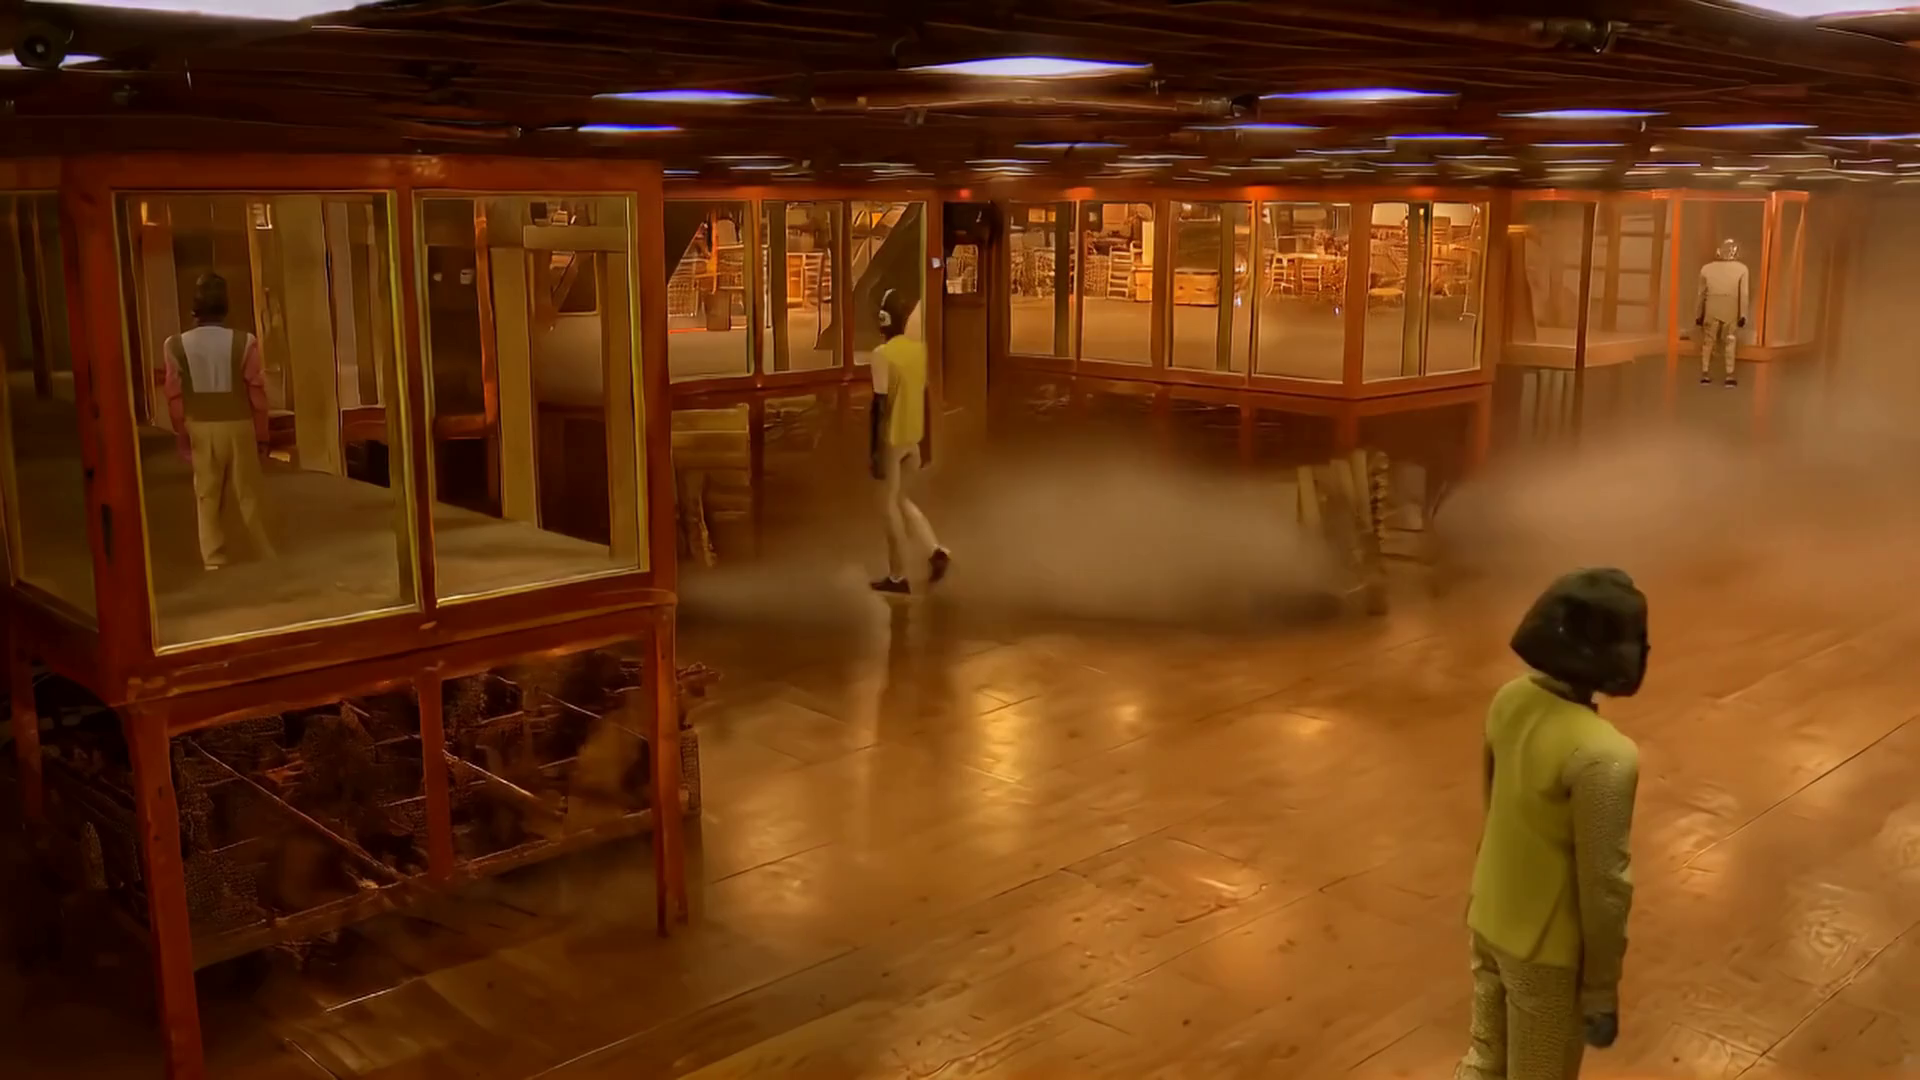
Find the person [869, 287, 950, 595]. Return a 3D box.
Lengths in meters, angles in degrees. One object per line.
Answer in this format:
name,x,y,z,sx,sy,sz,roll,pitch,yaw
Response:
person,-0.347,-0.575,9.966,0.463,1.863,0.537,9,15,39

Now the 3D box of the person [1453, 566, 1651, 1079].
person,1.198,0.849,3.450,0.347,1.620,0.492,-1,11,-7

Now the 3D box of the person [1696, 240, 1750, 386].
person,10.071,-2.993,21.955,0.654,1.906,0.408,9,15,39
